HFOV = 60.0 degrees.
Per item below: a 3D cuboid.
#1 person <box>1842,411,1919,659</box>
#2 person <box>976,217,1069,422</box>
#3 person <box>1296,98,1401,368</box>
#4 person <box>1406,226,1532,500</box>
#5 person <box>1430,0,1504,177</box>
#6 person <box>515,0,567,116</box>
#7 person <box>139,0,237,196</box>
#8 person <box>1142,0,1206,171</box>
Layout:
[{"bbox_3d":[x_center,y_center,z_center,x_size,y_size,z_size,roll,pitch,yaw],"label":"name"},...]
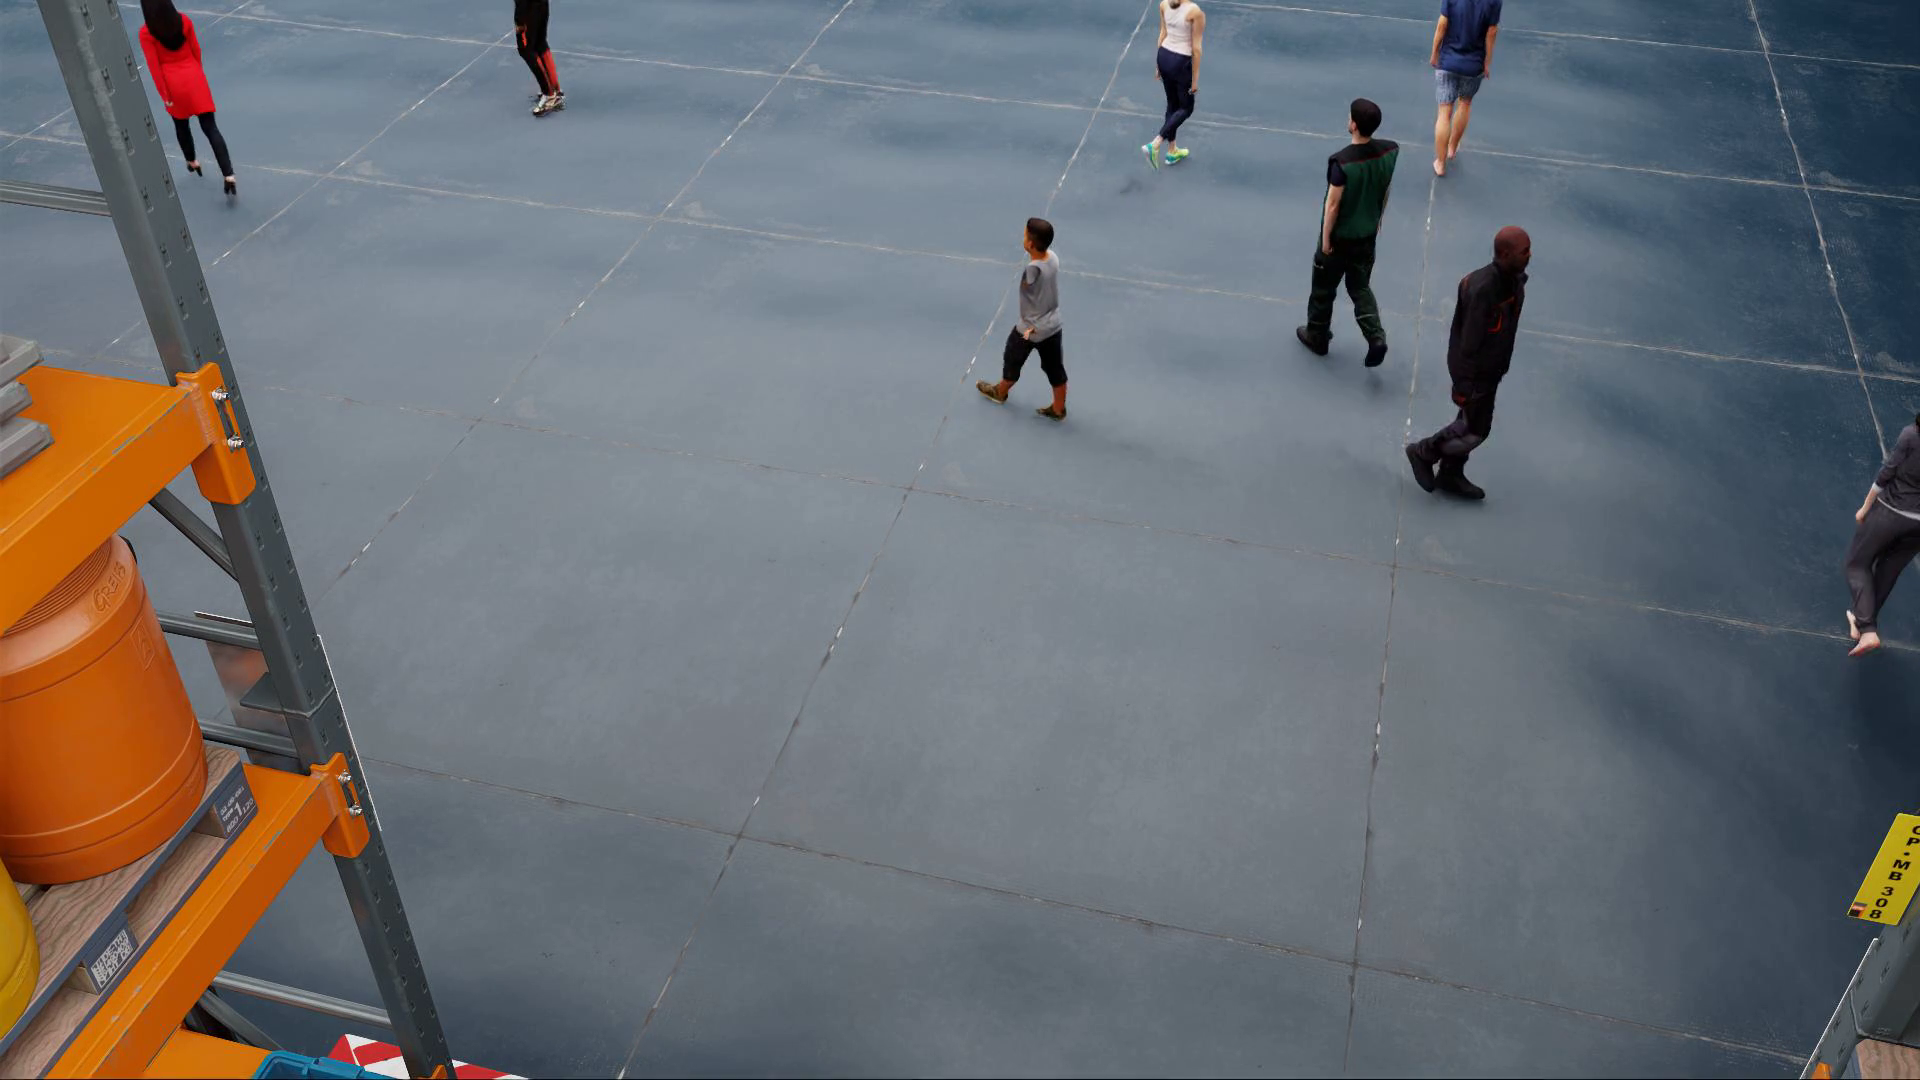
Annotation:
[{"bbox_3d":[4.984,-0.076,8.750,0.630,1.749,0.871,7,39,9],"label":"person"},{"bbox_3d":[0.572,-1.428,10.733,0.869,1.434,0.943,24,44,27],"label":"person"},{"bbox_3d":[2.665,-2.005,11.105,1.044,1.884,1.147,-16,41,-19],"label":"person"},{"bbox_3d":[3.010,-1.068,9.970,0.914,1.808,0.841,28,46,31],"label":"person"},{"bbox_3d":[4.069,-3.833,13.485,0.676,1.831,0.853,6,38,8],"label":"person"},{"bbox_3d":[-3.738,-4.674,14.609,0.869,1.771,0.551,-2,38,-3],"label":"person"},{"bbox_3d":[-6.100,-3.537,13.210,1.116,1.705,1.054,-30,47,-32],"label":"person"},{"bbox_3d":[1.715,-3.803,13.564,0.881,1.687,1.040,31,48,34],"label":"person"}]
